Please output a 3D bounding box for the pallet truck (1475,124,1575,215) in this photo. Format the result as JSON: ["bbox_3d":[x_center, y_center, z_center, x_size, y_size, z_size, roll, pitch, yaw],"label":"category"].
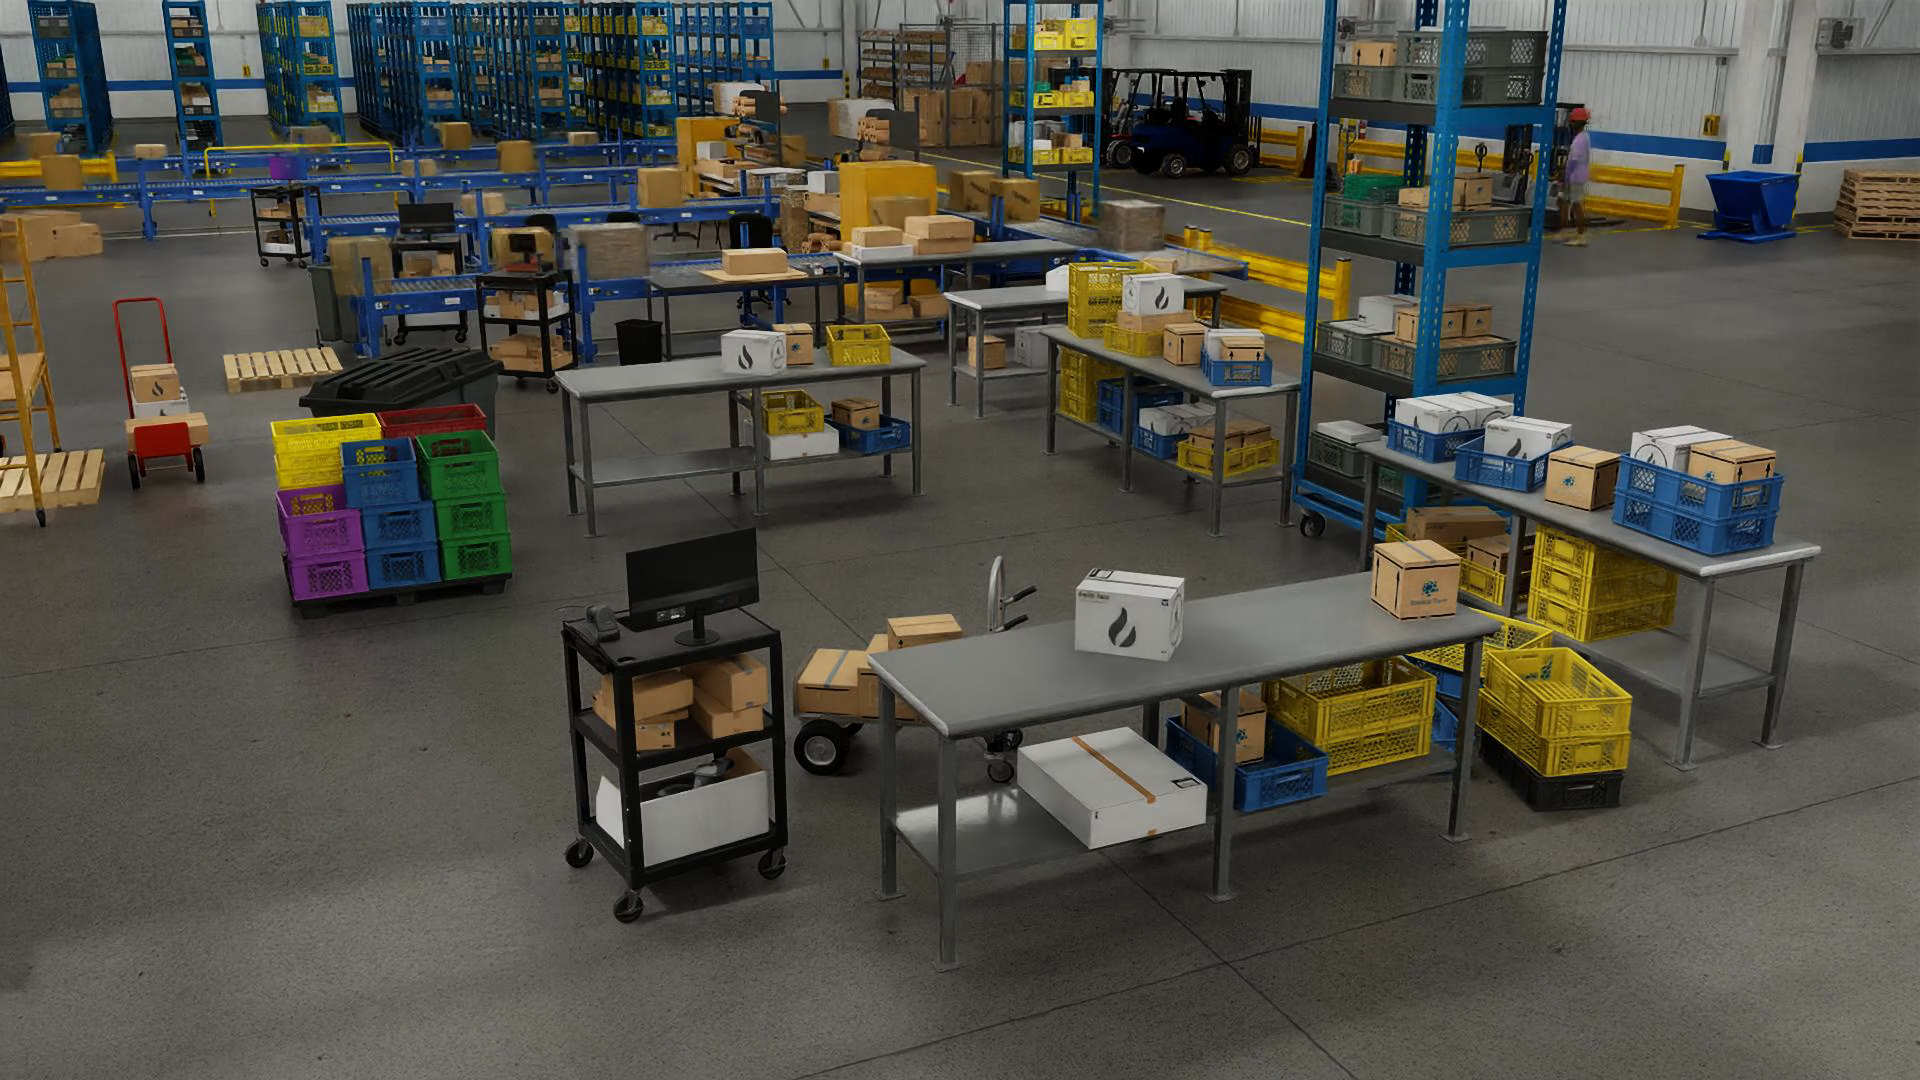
[{"bbox_3d":[9.707,-6.455,28.103,1.885,1.965,0.823,-7,19,-20],"label":"pallet truck"}]

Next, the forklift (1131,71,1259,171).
[{"bbox_3d":[4.998,-8.936,35.413,2.680,1.987,1.157,-9,20,-25],"label":"forklift"}]

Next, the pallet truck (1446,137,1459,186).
[{"bbox_3d":[9.184,-6.485,29.328,1.630,1.274,0.653,-8,19,-23],"label":"pallet truck"}]

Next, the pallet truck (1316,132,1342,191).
[{"bbox_3d":[7.723,-7.504,32.656,1.601,1.201,0.680,-8,19,-23],"label":"pallet truck"}]

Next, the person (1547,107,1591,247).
[{"bbox_3d":[9.034,-5.353,24.605,0.722,2.019,0.626,6,19,19],"label":"person"}]

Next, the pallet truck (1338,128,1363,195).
[{"bbox_3d":[7.845,-7.140,31.411,1.522,1.261,0.704,-9,20,-25],"label":"pallet truck"}]

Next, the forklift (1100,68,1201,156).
[{"bbox_3d":[4.082,-9.564,37.410,2.680,1.987,1.157,-8,19,-23],"label":"forklift"}]

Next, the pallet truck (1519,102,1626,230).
[{"bbox_3d":[9.972,-6.037,26.785,1.885,1.965,0.823,-9,20,-25],"label":"pallet truck"}]
